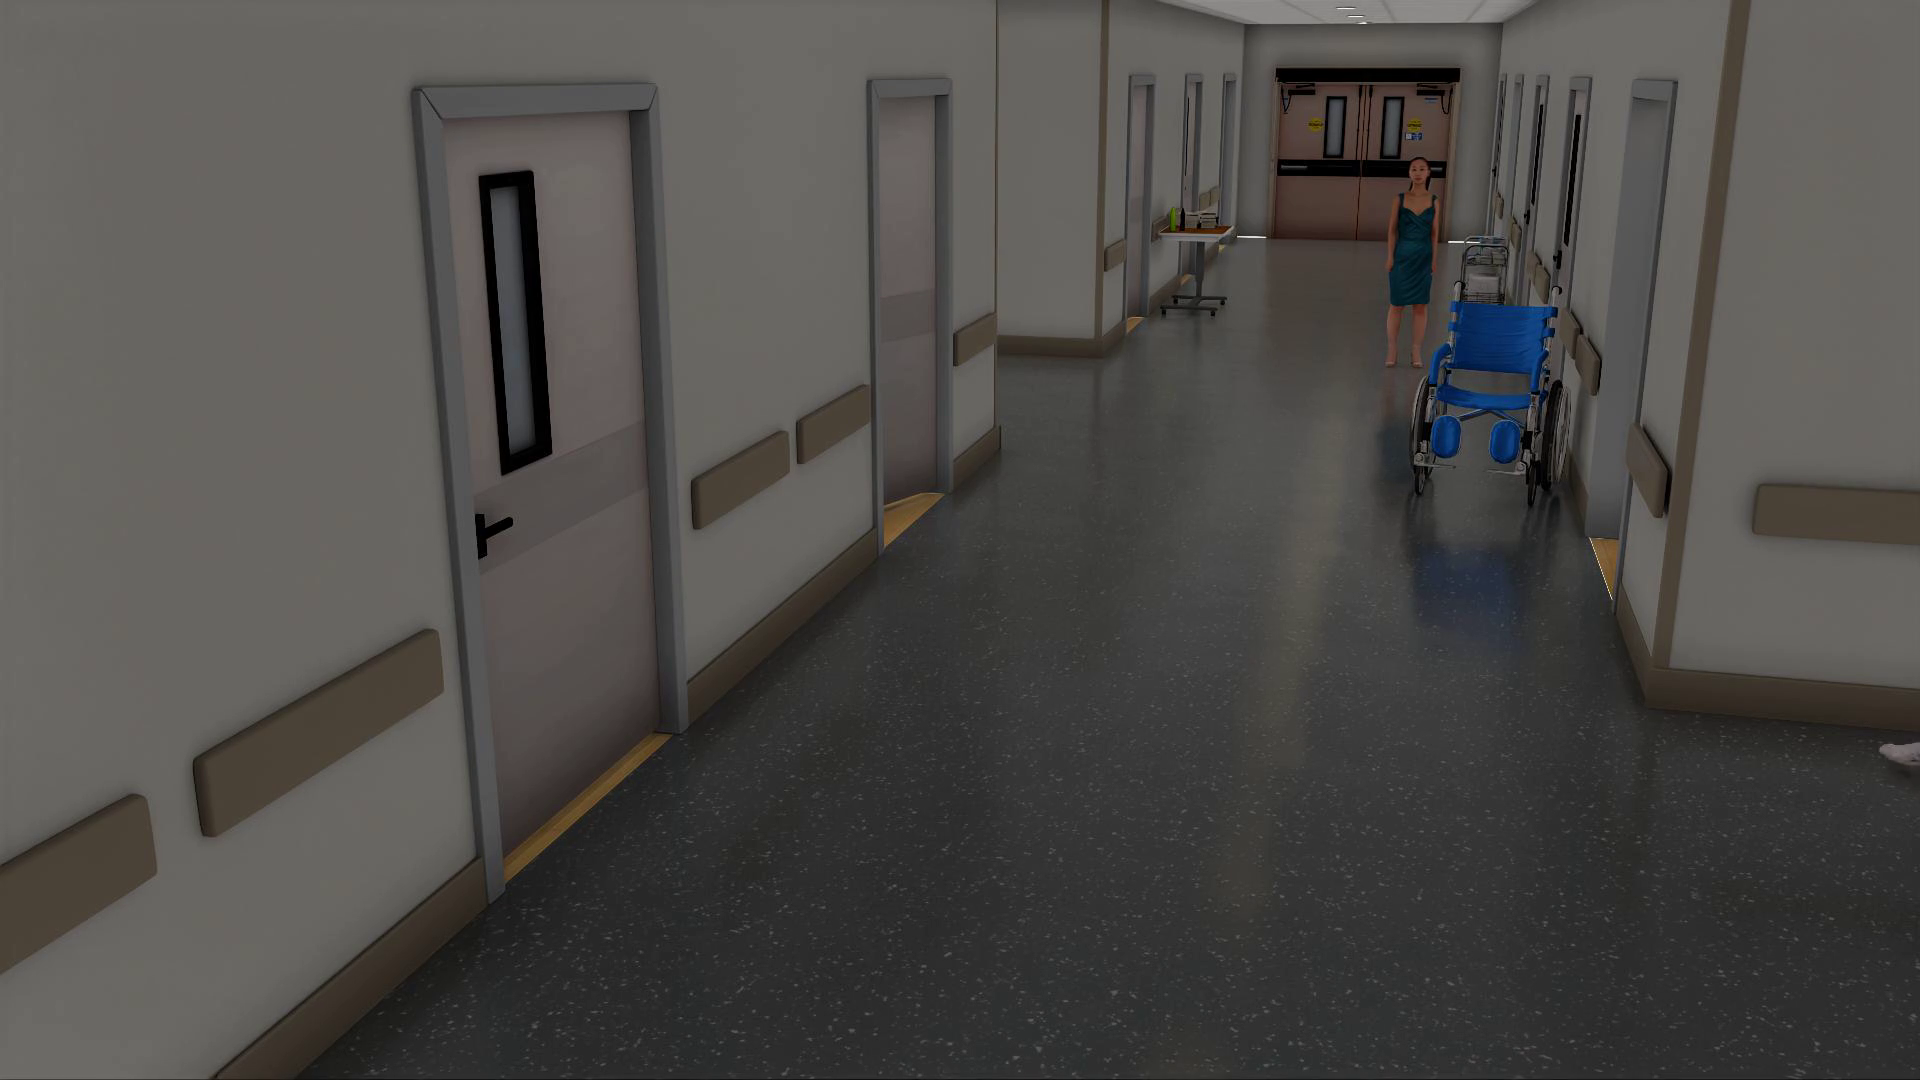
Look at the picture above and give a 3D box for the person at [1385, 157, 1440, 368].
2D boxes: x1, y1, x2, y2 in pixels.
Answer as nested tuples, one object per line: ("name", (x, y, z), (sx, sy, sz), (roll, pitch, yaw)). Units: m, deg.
("person", (3.669, -2.248, 13.496), (0.569, 1.687, 0.510), (2, 16, 9))
